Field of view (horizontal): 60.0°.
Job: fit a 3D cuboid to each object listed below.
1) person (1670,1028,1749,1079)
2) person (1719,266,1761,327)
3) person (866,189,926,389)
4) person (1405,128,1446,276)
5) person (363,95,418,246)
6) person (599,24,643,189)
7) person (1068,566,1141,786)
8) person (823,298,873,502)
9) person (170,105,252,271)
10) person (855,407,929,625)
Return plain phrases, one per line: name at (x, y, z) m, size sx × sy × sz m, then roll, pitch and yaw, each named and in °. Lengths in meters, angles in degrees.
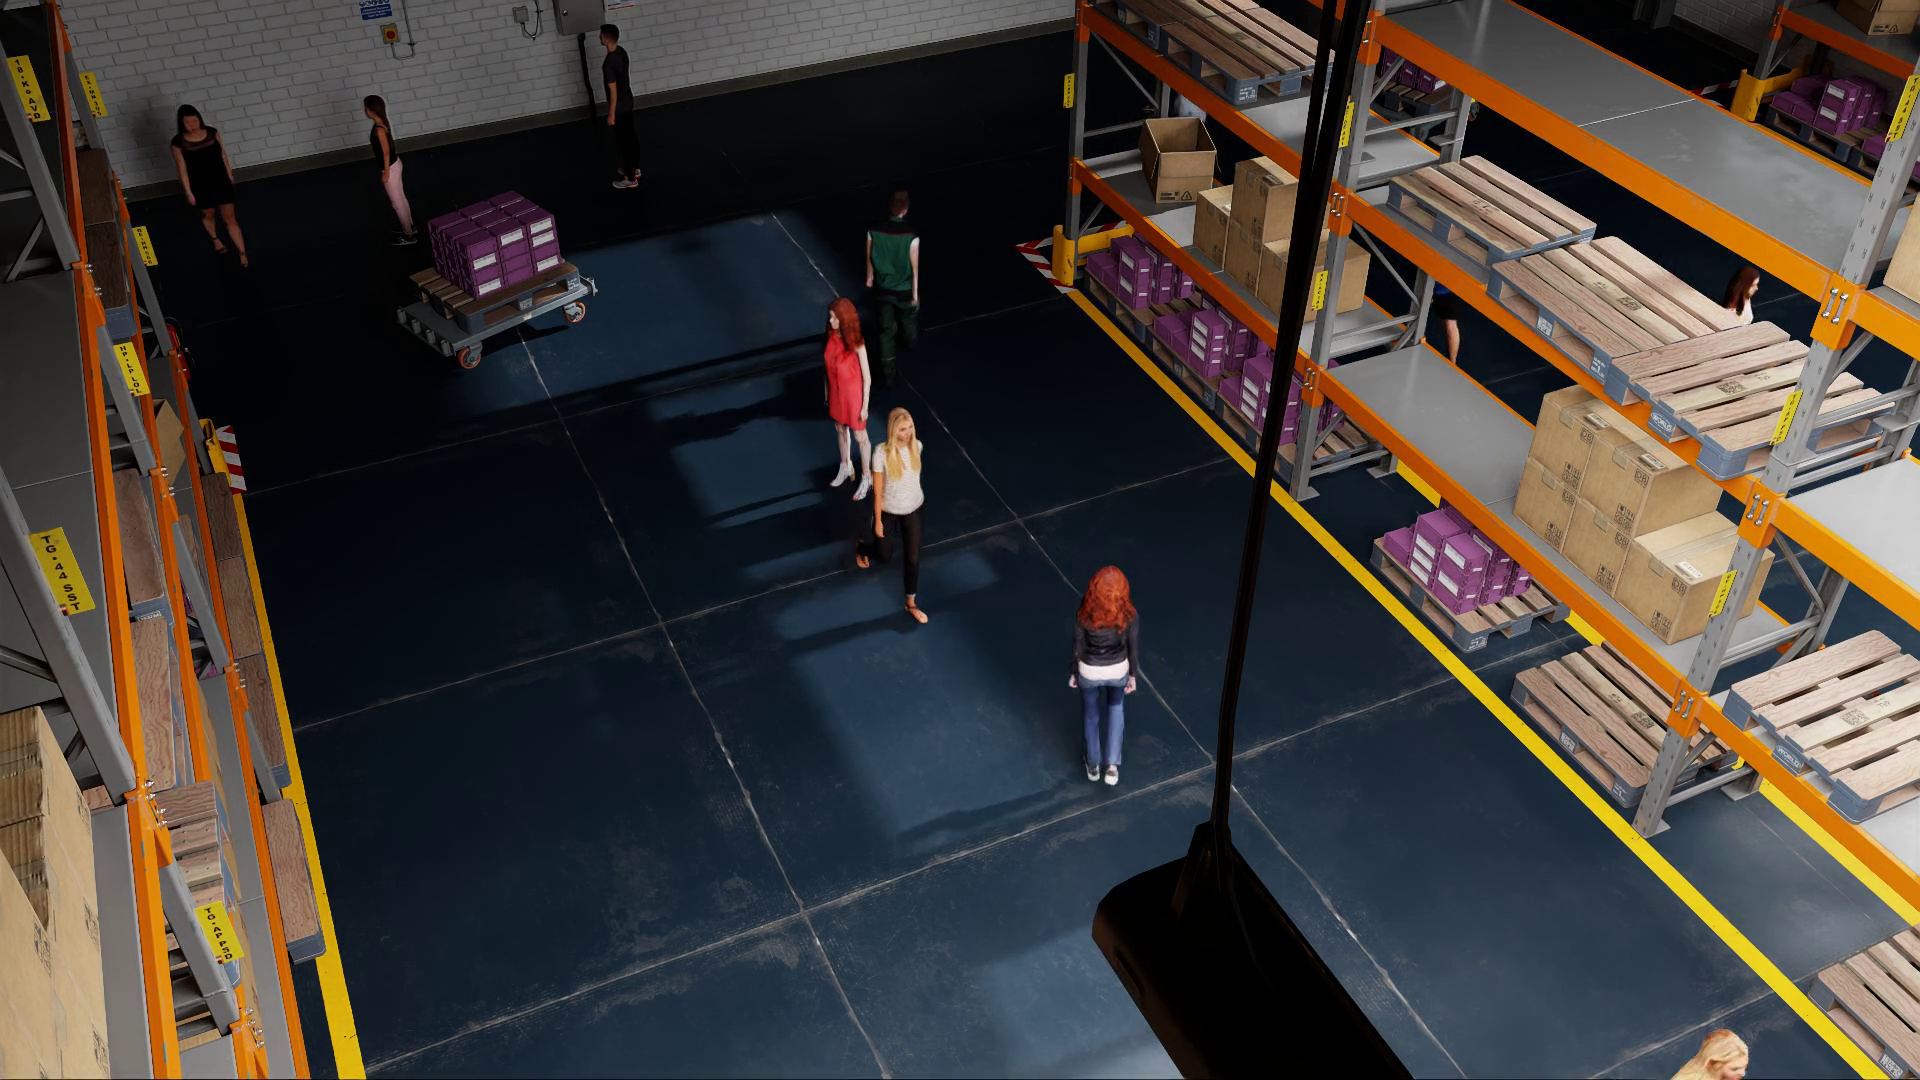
person at (3.445, 2.902, 8.214) m, size 0.650 × 1.791 × 0.821 m, roll -19°, pitch 42°, yaw -22°
person at (6.230, -1.538, 13.853) m, size 0.757 × 1.692 × 1.112 m, roll -25°, pitch 45°, yaw -28°
person at (-0.597, -2.154, 14.549) m, size 1.092 × 1.785 × 1.202 m, roll 9°, pitch 39°, yaw 11°
person at (4.522, -3.252, 16.094) m, size 0.864 × 1.573 × 0.792 m, roll 20°, pitch 43°, yaw 24°
person at (-5.721, -3.726, 16.695) m, size 0.648 × 1.564 × 0.522 m, roll -5°, pitch 39°, yaw -6°
person at (-3.609, -4.607, 17.638) m, size 0.782 × 1.764 × 0.653 m, roll 3°, pitch 39°, yaw 3°
person at (0.921, 0.953, 10.662) m, size 0.726 × 1.781 × 0.835 m, roll -3°, pitch 39°, yaw -3°
person at (-0.886, -1.132, 13.237) m, size 0.583 × 1.826 × 0.732 m, roll 30°, pitch 48°, yaw 32°
person at (-7.388, -3.485, 16.303) m, size 0.826 × 1.676 × 1.089 m, roll -27°, pitch 46°, yaw -29°
person at (-0.510, -0.234, 12.126) m, size 0.694 × 1.809 × 1.066 m, roll -24°, pitch 45°, yaw -27°
